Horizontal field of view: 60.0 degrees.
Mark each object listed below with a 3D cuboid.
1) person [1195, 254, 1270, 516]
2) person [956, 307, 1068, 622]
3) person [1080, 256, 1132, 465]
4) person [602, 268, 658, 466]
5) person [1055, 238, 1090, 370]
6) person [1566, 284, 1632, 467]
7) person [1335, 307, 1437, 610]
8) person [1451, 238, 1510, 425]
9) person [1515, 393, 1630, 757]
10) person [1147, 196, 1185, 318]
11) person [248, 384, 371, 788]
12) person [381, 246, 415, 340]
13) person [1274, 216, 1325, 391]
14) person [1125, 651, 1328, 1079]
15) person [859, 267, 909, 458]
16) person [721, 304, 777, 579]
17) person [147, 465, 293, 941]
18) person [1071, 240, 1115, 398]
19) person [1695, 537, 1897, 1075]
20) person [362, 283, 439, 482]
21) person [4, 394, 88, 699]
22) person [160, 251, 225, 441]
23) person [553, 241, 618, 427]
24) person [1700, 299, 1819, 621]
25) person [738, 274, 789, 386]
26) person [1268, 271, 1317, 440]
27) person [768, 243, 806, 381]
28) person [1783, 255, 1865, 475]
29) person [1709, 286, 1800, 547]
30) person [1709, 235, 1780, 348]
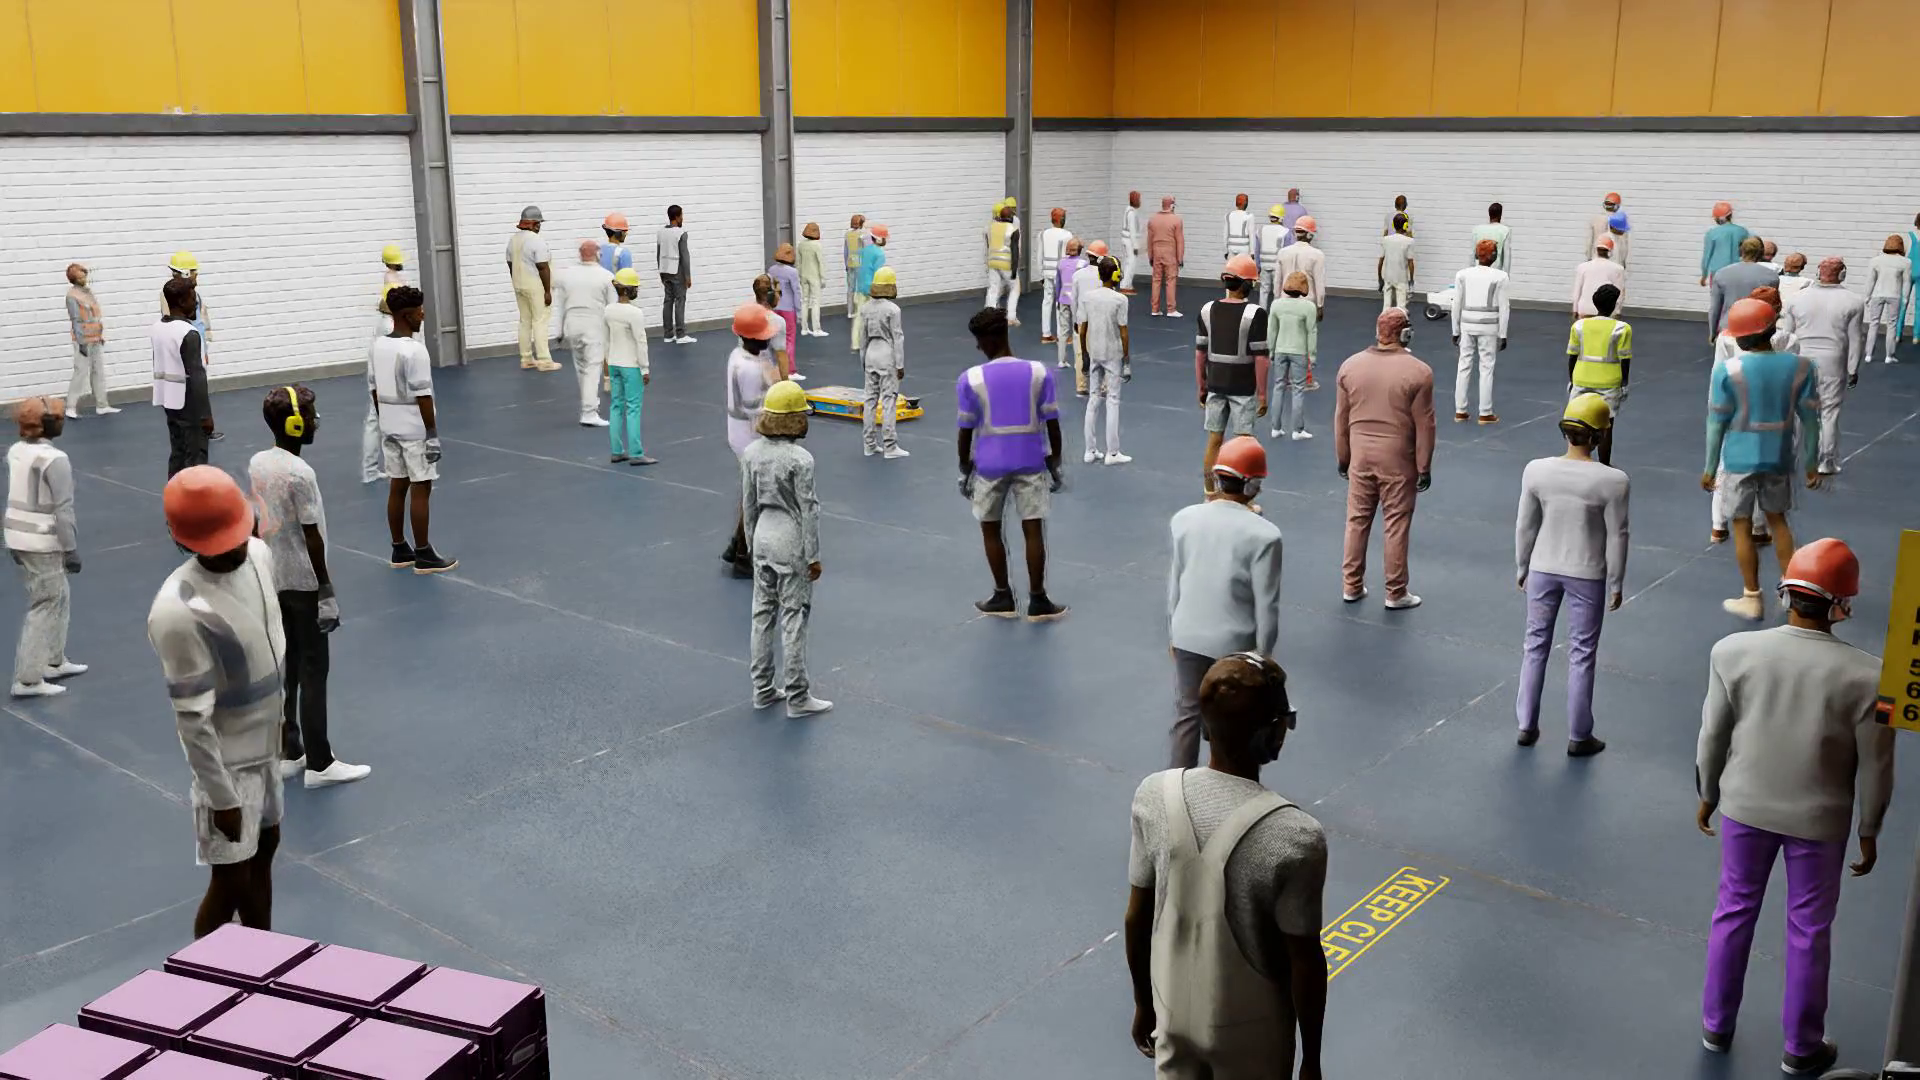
[{"bbox_3d":[2.127,-1.185,12.905,0.615,2.041,0.391,11,18,38],"label":"person"},{"bbox_3d":[0.342,-0.459,10.238,0.729,1.933,0.391,-2,14,-7],"label":"person"},{"bbox_3d":[1.314,-1.613,14.978,0.535,1.864,0.309,11,18,38],"label":"person"},{"bbox_3d":[-2.974,-1.555,14.948,0.533,1.765,0.329,11,18,38],"label":"person"},{"bbox_3d":[1.412,-2.940,20.739,0.523,1.636,0.310,11,18,38],"label":"person"},{"bbox_3d":[5.434,-1.328,14.172,0.540,1.697,0.317,11,18,38],"label":"person"},{"bbox_3d":[2.690,-0.514,10.504,0.652,1.904,0.402,11,18,38],"label":"person"},{"bbox_3d":[5.305,-2.122,16.979,0.585,1.879,0.337,11,18,38],"label":"person"},{"bbox_3d":[2.962,0.165,8.074,0.533,1.767,0.326,11,18,38],"label":"person"},{"bbox_3d":[3.288,-4.495,26.411,0.652,1.906,0.402,11,18,38],"label":"person"},{"bbox_3d":[-3.042,0.218,7.668,0.535,1.861,0.309,11,18,38],"label":"person"},{"bbox_3d":[-6.219,-2.388,18.384,0.367,1.723,0.614,-2,14,-10],"label":"person"},{"bbox_3d":[3.919,-2.723,19.151,0.623,1.989,0.400,11,18,38],"label":"person"},{"bbox_3d":[0.628,1.158,3.947,0.517,1.842,0.326,11,18,38],"label":"person"},{"bbox_3d":[-0.699,-1.629,15.288,0.493,1.742,0.322,11,18,38],"label":"person"},{"bbox_3d":[-1.397,-0.640,11.062,0.402,1.887,0.653,-2,14,-10],"label":"person"},{"bbox_3d":[-2.368,0.693,5.535,0.397,1.992,0.721,0,14,2],"label":"person"},{"bbox_3d":[1.512,-2.467,18.613,0.573,1.749,0.342,11,18,38],"label":"person"},{"bbox_3d":[2.680,0.848,5.369,0.573,1.749,0.342,11,18,38],"label":"person"},{"bbox_3d":[-4.863,-1.333,14.193,0.599,1.706,0.500,-9,16,-31],"label":"person"},{"bbox_3d":[-4.927,0.036,8.929,0.522,1.608,0.562,11,18,37],"label":"person"},{"bbox_3d":[-7.420,-1.861,16.040,0.601,1.827,0.403,11,18,38],"label":"person"},{"bbox_3d":[-3.781,-2.130,17.097,0.732,1.840,1.008,3,14,12],"label":"person"},{"bbox_3d":[4.909,-0.475,10.191,0.726,1.991,0.425,0,14,-1],"label":"person"},{"bbox_3d":[-1.569,-1.227,13.477,0.517,1.842,0.326,11,18,38],"label":"person"},{"bbox_3d":[3.233,-1.795,16.172,0.507,1.631,0.270,11,18,38],"label":"person"},{"bbox_3d":[-2.086,-2.725,19.888,0.507,1.632,0.267,11,18,38],"label":"person"},{"bbox_3d":[7.521,-1.524,14.540,0.652,1.904,0.402,11,18,38],"label":"person"},{"bbox_3d":[5.729,-0.890,12.045,0.585,1.882,0.337,11,18,38],"label":"person"},{"bbox_3d":[7.816,-2.066,16.636,0.635,1.937,0.353,11,18,38],"label":"person"}]
